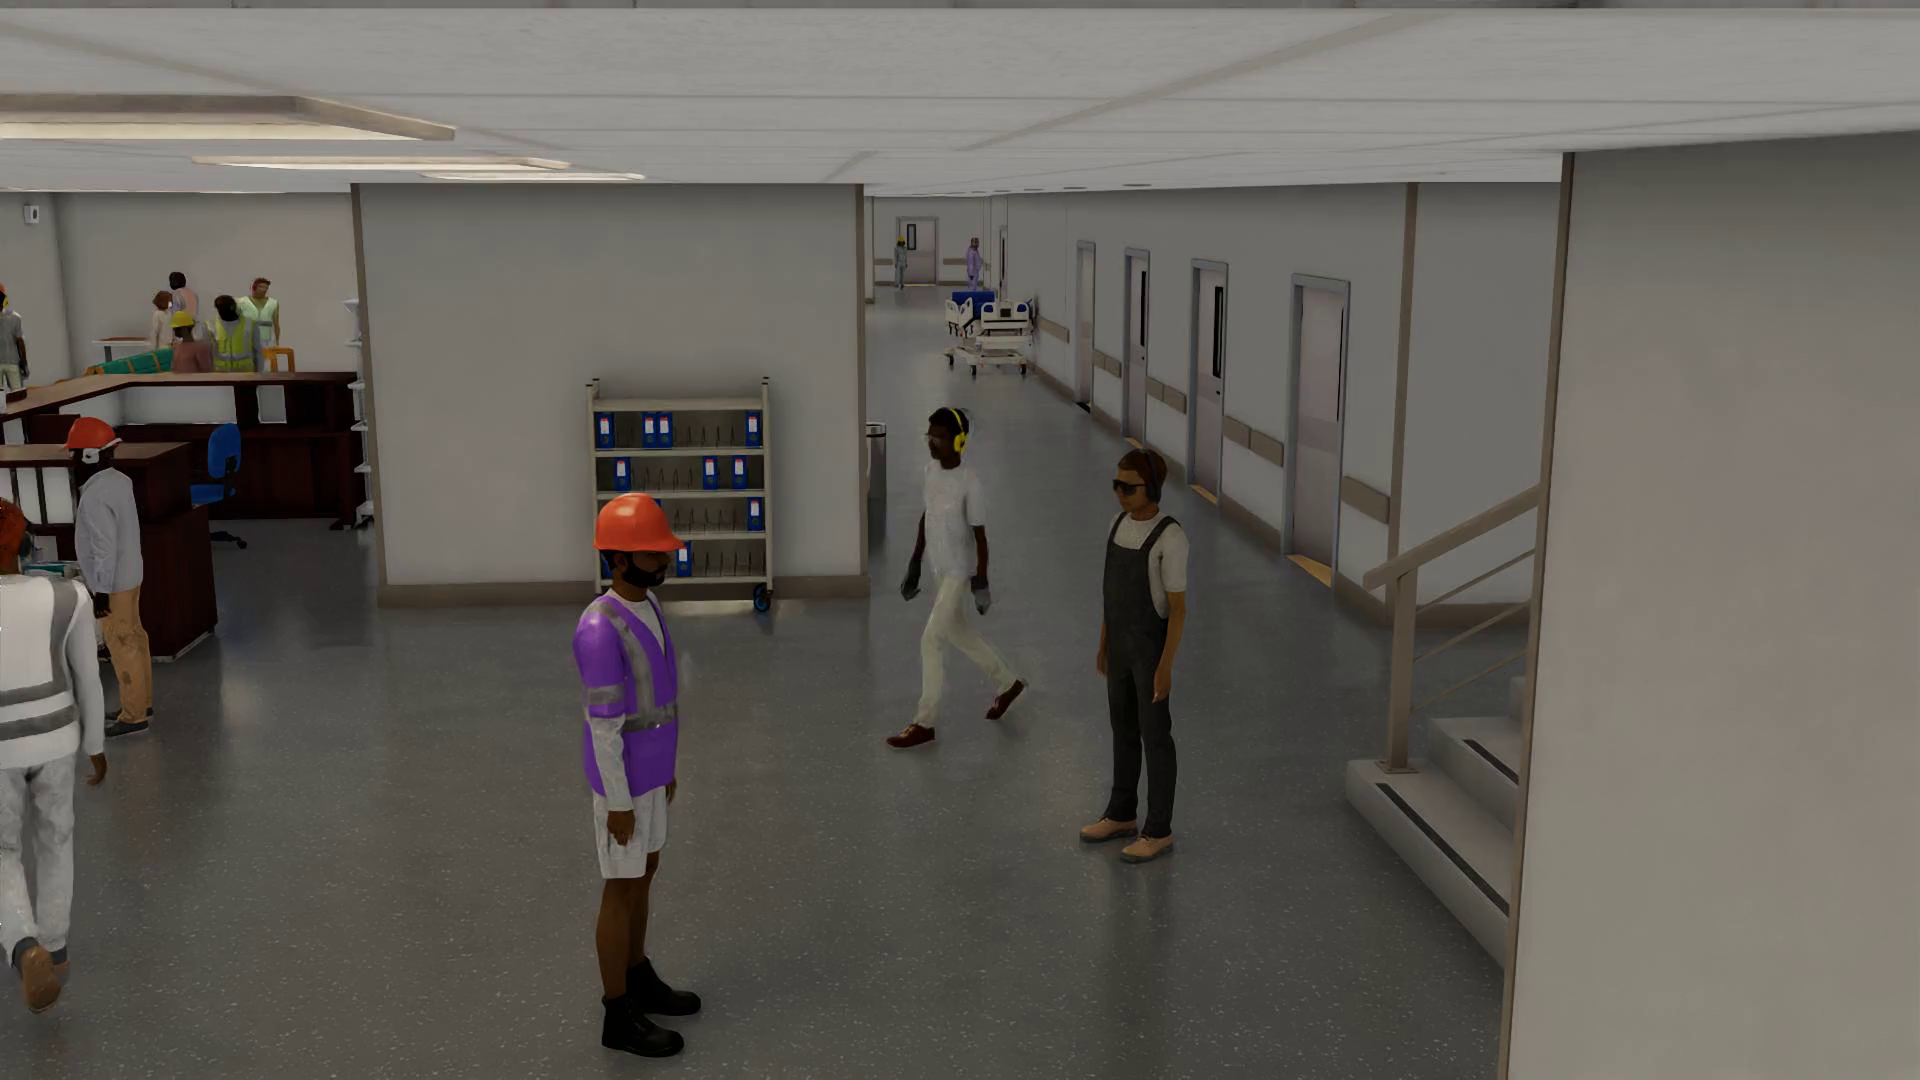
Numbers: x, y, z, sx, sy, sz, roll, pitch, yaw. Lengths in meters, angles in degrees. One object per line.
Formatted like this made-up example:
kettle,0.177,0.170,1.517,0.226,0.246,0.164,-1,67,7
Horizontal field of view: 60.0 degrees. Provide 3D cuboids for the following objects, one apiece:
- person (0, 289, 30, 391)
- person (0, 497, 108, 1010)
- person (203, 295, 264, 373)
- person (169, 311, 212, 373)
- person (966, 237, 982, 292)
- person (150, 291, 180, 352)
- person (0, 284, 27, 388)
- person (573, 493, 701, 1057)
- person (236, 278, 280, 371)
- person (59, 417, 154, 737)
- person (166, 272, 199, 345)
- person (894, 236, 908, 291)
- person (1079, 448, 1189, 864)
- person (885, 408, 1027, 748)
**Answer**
person,-11.519,-2.097,20.032,0.531,1.870,0.318,-6,13,-28
person,-3.401,0.773,6.031,0.583,1.863,0.752,-8,14,-35
person,-8.487,-1.947,19.431,0.658,1.819,0.431,-3,12,-16
person,-8.345,-1.617,18.061,0.527,1.726,0.895,8,14,33
person,0.393,-7.281,45.307,0.397,1.900,0.637,3,12,12
person,-11.344,-2.766,23.921,0.682,1.605,0.520,-1,12,-3
person,-11.649,-2.175,20.243,0.544,1.938,0.355,-3,12,-16
person,-1.101,0.794,5.733,0.360,1.939,0.543,1,12,5
person,-10.068,-2.853,23.885,0.607,1.802,0.692,-9,15,-38
person,-4.657,0.200,9.086,0.338,1.752,0.564,-3,12,-14
person,-11.728,-3.115,25.076,0.429,1.842,0.636,2,12,9
person,-1.894,-8.908,53.623,0.492,1.742,0.323,-9,14,-36
person,0.787,0.503,7.380,0.345,1.845,0.508,-8,14,-33
person,-0.001,0.171,9.054,0.927,1.834,0.528,-7,13,-29
